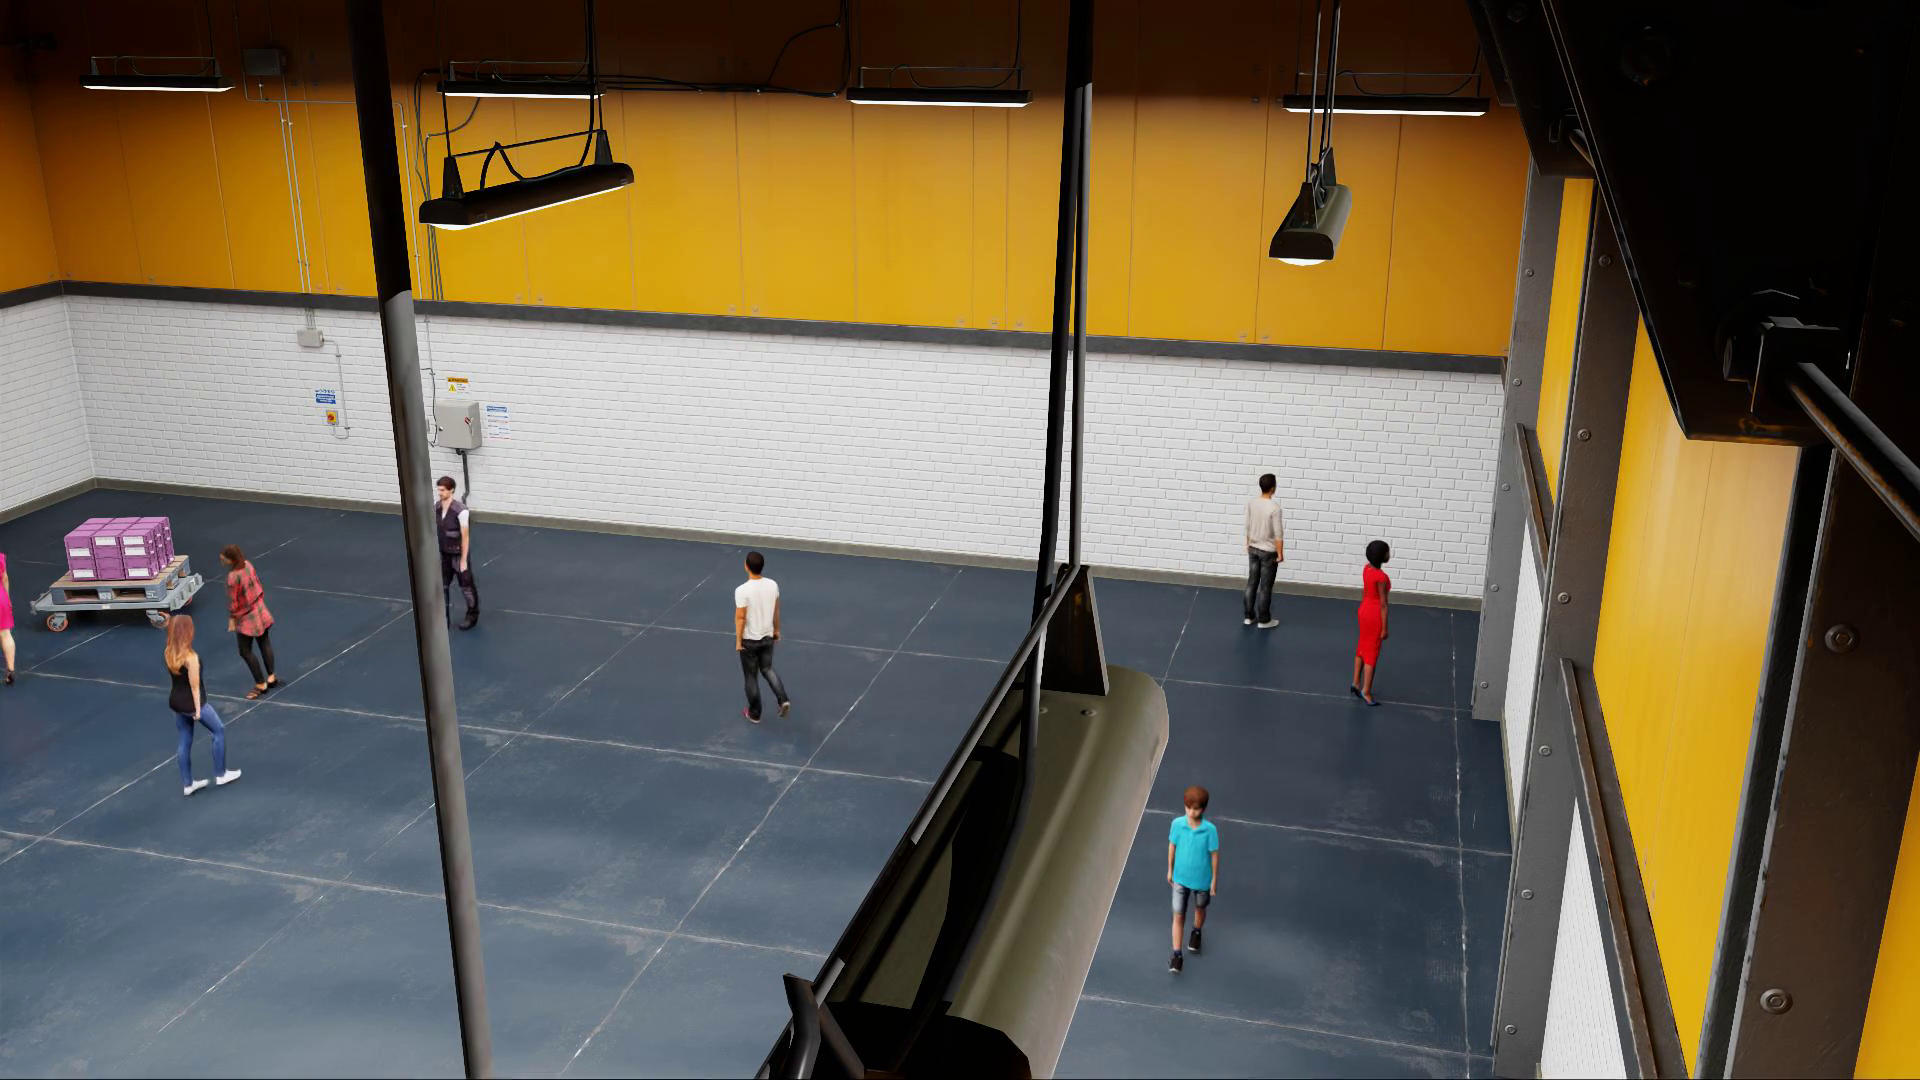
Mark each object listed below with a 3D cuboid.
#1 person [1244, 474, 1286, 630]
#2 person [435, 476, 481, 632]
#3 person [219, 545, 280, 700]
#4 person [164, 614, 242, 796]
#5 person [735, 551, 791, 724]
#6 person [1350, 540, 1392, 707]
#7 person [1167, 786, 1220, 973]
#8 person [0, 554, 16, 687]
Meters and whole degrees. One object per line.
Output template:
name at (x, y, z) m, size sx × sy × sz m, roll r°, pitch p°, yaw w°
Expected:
person at (3.466, 0.116, 19.048) m, size 0.740 × 1.811 × 0.736 m, roll -16°, pitch 24°, yaw -39°
person at (-5.697, 0.139, 18.947) m, size 0.766 × 1.831 × 0.940 m, roll 8°, pitch 20°, yaw 22°
person at (-7.326, 0.788, 17.268) m, size 0.791 × 1.673 × 0.519 m, roll 8°, pitch 20°, yaw 22°
person at (-7.029, 1.519, 15.050) m, size 0.626 × 1.704 × 0.748 m, roll 8°, pitch 20°, yaw 22°
person at (-1.955, 0.997, 16.465) m, size 0.926 × 1.790 × 0.944 m, roll -17°, pitch 25°, yaw -40°
person at (4.210, 0.835, 17.019) m, size 0.713 × 1.743 × 0.596 m, roll -4°, pitch 19°, yaw -13°
person at (1.775, 2.507, 12.574) m, size 0.531 × 1.412 × 0.902 m, roll 5°, pitch 19°, yaw 14°
person at (-10.115, 0.718, 17.431) m, size 0.915 × 1.701 × 0.972 m, roll 16°, pitch 24°, yaw 39°
